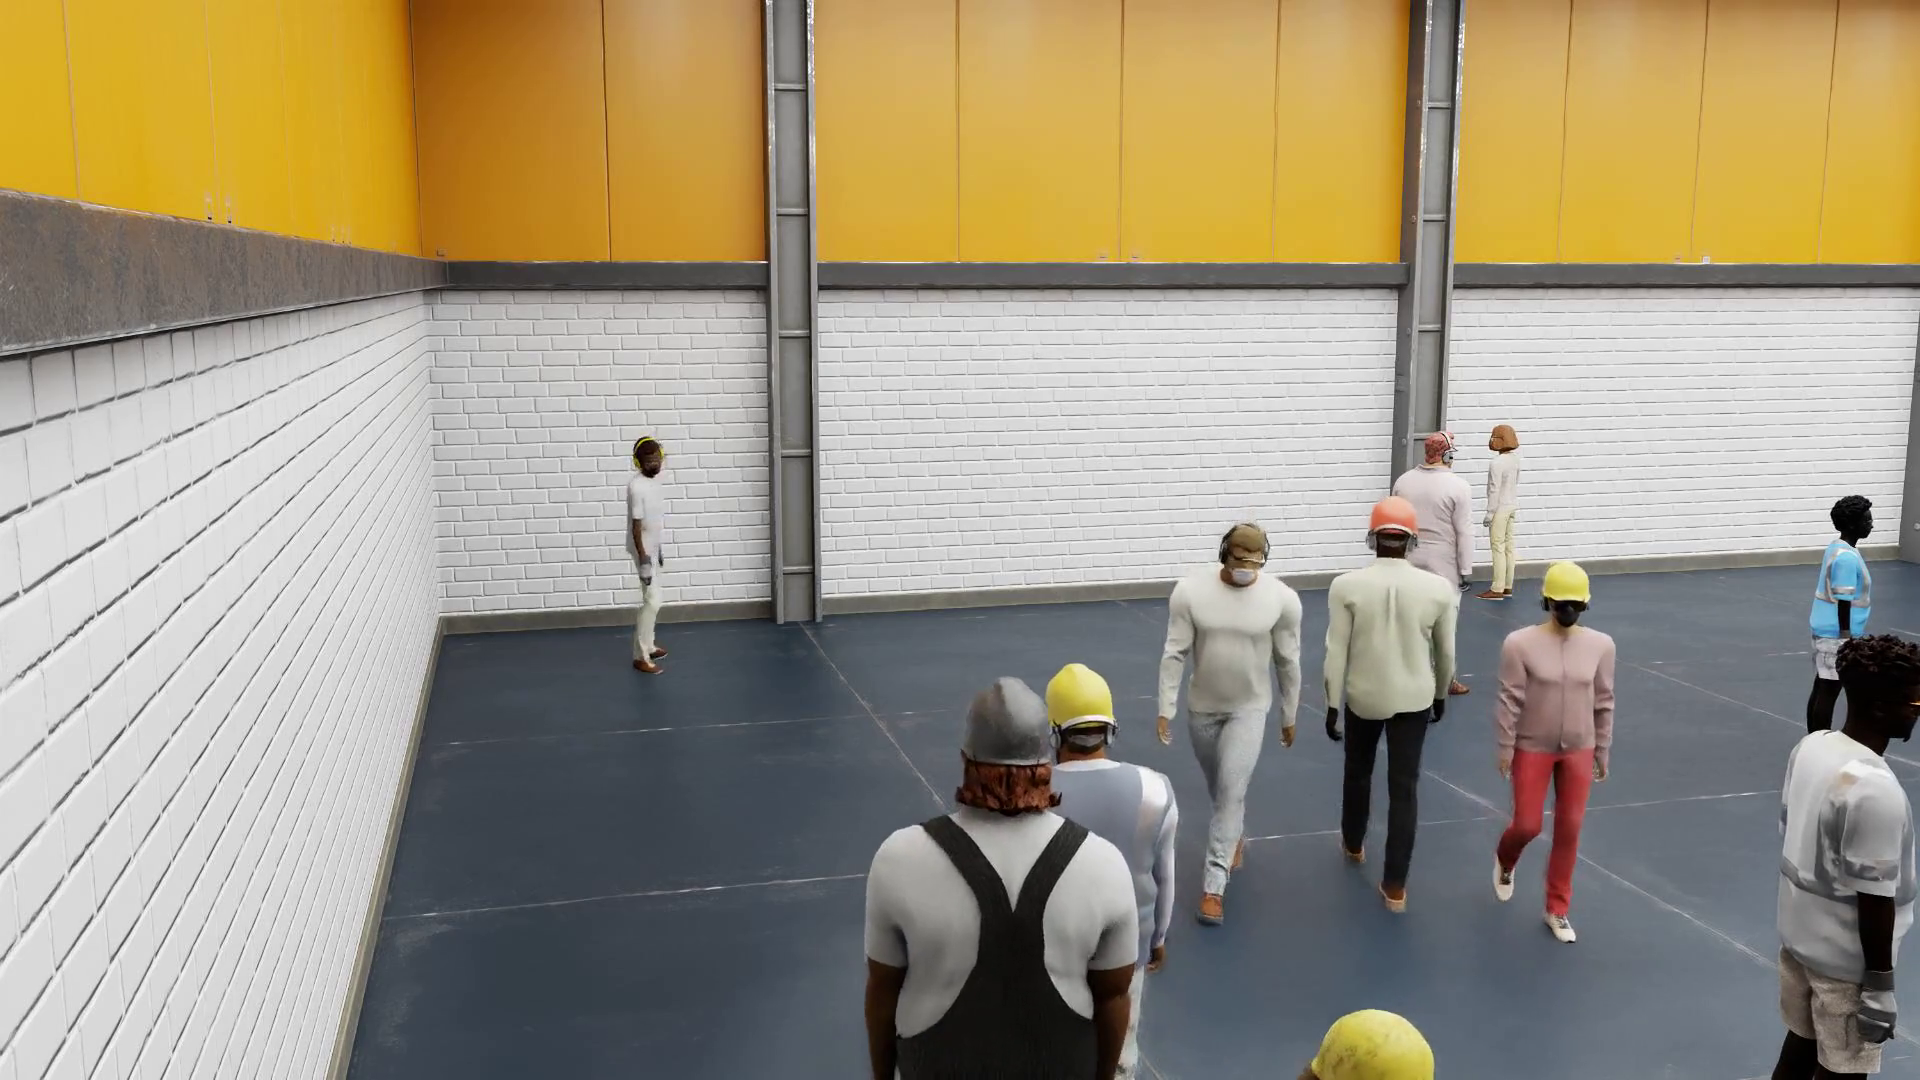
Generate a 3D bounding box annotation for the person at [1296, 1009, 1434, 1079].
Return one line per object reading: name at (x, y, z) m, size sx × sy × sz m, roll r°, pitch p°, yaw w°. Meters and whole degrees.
person at (0.724, 1.685, 3.103) m, size 0.483 × 1.725 × 0.359 m, roll -1°, pitch 9°, yaw -7°

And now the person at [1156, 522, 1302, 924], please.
person at (1.320, 0.812, 8.094) m, size 0.653 × 1.875 × 1.035 m, roll 3°, pitch 10°, yaw 20°

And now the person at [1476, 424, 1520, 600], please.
person at (5.033, -0.258, 15.499) m, size 0.274 × 1.634 × 0.506 m, roll 8°, pitch 12°, yaw 41°

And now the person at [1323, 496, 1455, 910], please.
person at (2.105, 0.749, 8.228) m, size 0.628 × 1.943 × 1.005 m, roll 1°, pitch 9°, yaw 9°

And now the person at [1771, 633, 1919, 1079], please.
person at (2.712, 1.242, 5.101) m, size 0.362 × 1.963 × 0.613 m, roll 1°, pitch 9°, yaw 7°

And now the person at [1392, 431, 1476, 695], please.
person at (3.433, 0.166, 12.004) m, size 0.409 × 1.907 × 0.651 m, roll -8°, pitch 12°, yaw -40°

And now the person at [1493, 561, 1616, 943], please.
person at (2.718, 0.942, 7.654) m, size 0.524 × 1.751 × 0.467 m, roll 0°, pitch 9°, yaw 0°

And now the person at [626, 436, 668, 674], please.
person at (-2.357, 0.099, 12.692) m, size 0.360 × 1.824 × 0.742 m, roll 1°, pitch 9°, yaw 3°

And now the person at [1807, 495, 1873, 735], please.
person at (5.368, 0.565, 10.161) m, size 0.321 × 1.697 × 0.535 m, roll 4°, pitch 10°, yaw 22°

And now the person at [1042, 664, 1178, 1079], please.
person at (0.391, 1.282, 5.366) m, size 0.606 × 1.805 × 0.737 m, roll -1°, pitch 9°, yaw -6°
